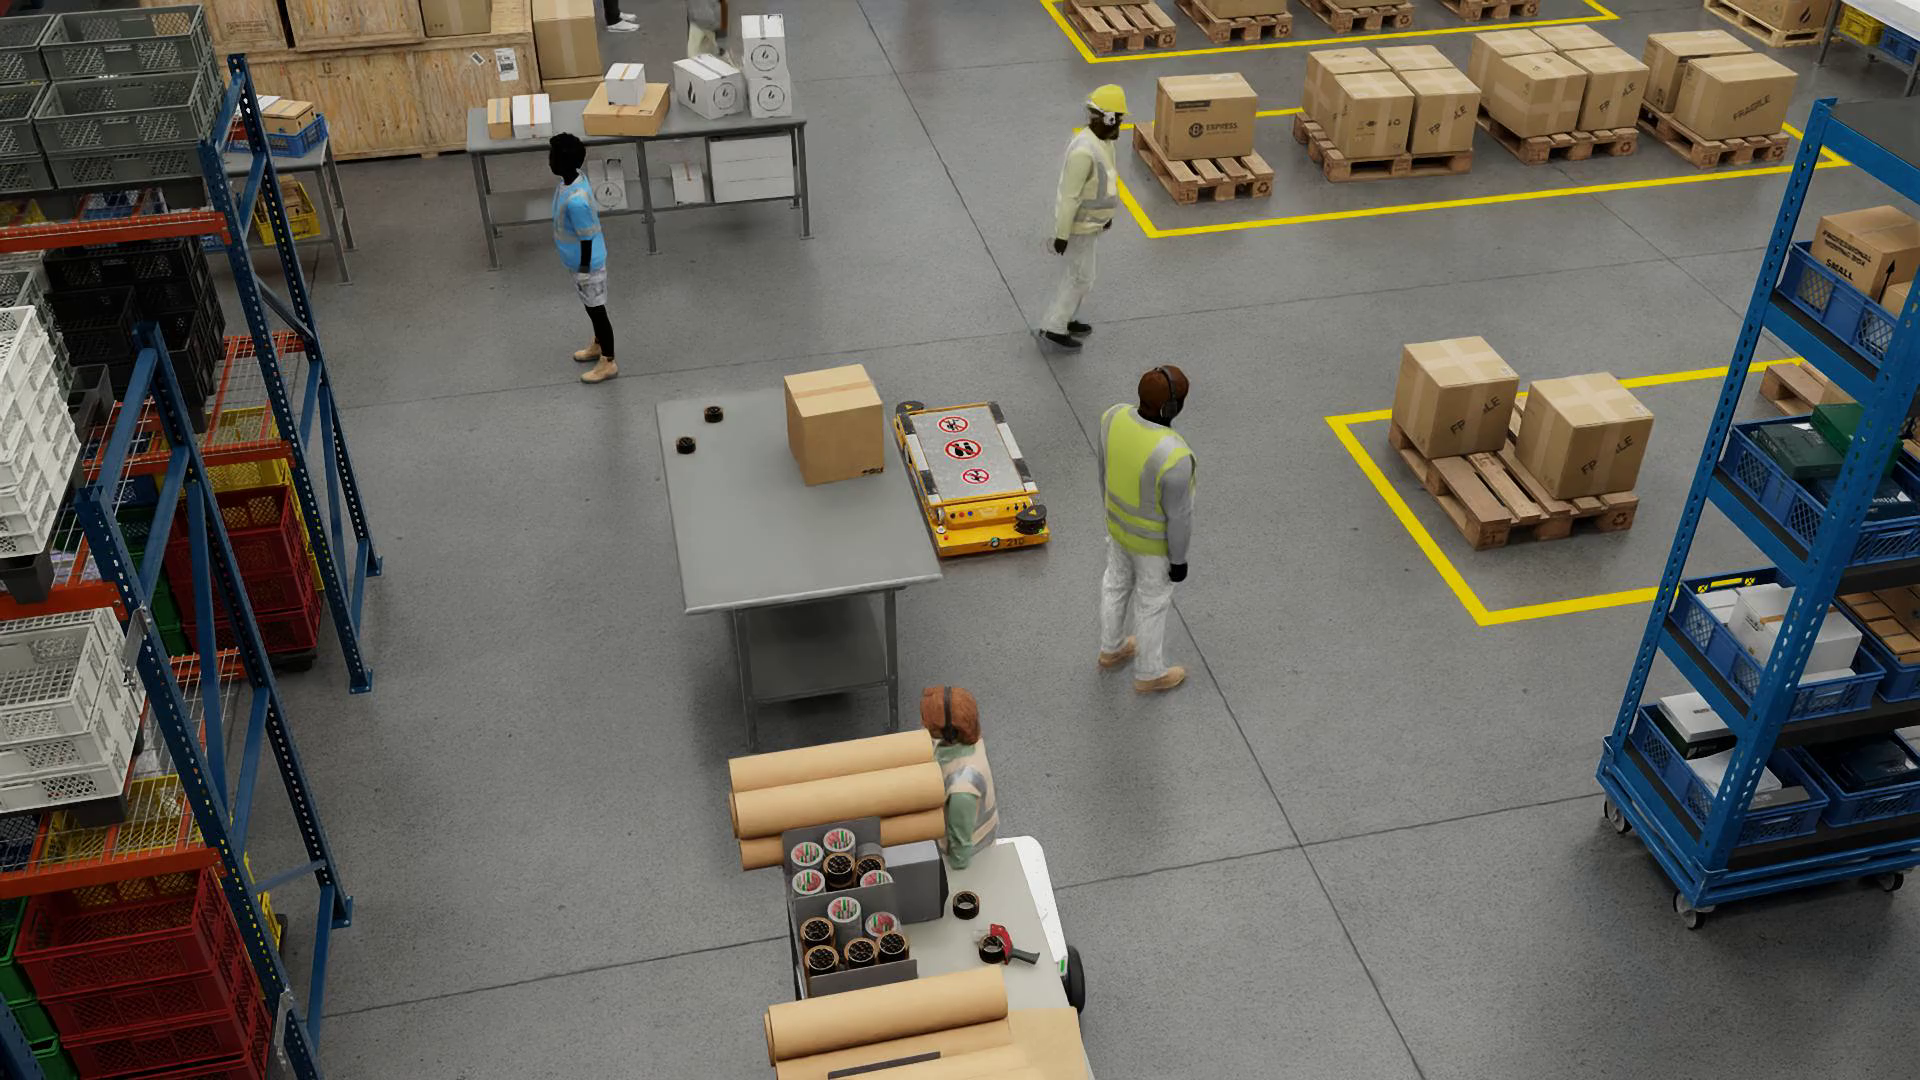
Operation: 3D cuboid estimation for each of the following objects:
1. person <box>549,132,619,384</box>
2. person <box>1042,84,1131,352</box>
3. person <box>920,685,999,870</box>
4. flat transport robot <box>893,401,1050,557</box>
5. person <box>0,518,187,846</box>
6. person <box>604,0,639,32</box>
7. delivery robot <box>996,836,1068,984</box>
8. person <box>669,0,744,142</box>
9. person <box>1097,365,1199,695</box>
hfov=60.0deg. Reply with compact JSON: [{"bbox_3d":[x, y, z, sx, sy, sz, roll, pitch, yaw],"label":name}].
[{"bbox_3d":[-2.458,-1.836,10.809,0.317,1.700,0.539,-11,38,-14],"label":"person"},{"bbox_3d":[0.866,-2.165,11.177,0.470,1.787,0.628,10,38,13],"label":"person"},{"bbox_3d":[-0.002,1.229,6.748,0.314,1.631,0.523,-2,37,-3],"label":"person"},{"bbox_3d":[0.046,-0.430,10.108,0.652,0.197,1.431,-8,37,-10],"label":"flat transport robot"},{"bbox_3d":[-3.866,0.595,7.350,0.634,1.932,0.370,1,37,2],"label":"person"},{"bbox_3d":[-3.418,-5.909,16.113,0.386,1.912,0.591,-9,38,-12],"label":"person"},{"bbox_3d":[0.234,1.591,7.081,0.477,0.478,0.707,-5,37,-6],"label":"delivery robot"},{"bbox_3d":[-2.155,-4.366,14.130,0.517,1.810,1.007,18,40,22],"label":"person"},{"bbox_3d":[0.941,-0.052,8.295,0.429,1.839,0.633,-21,42,-26],"label":"person"}]
